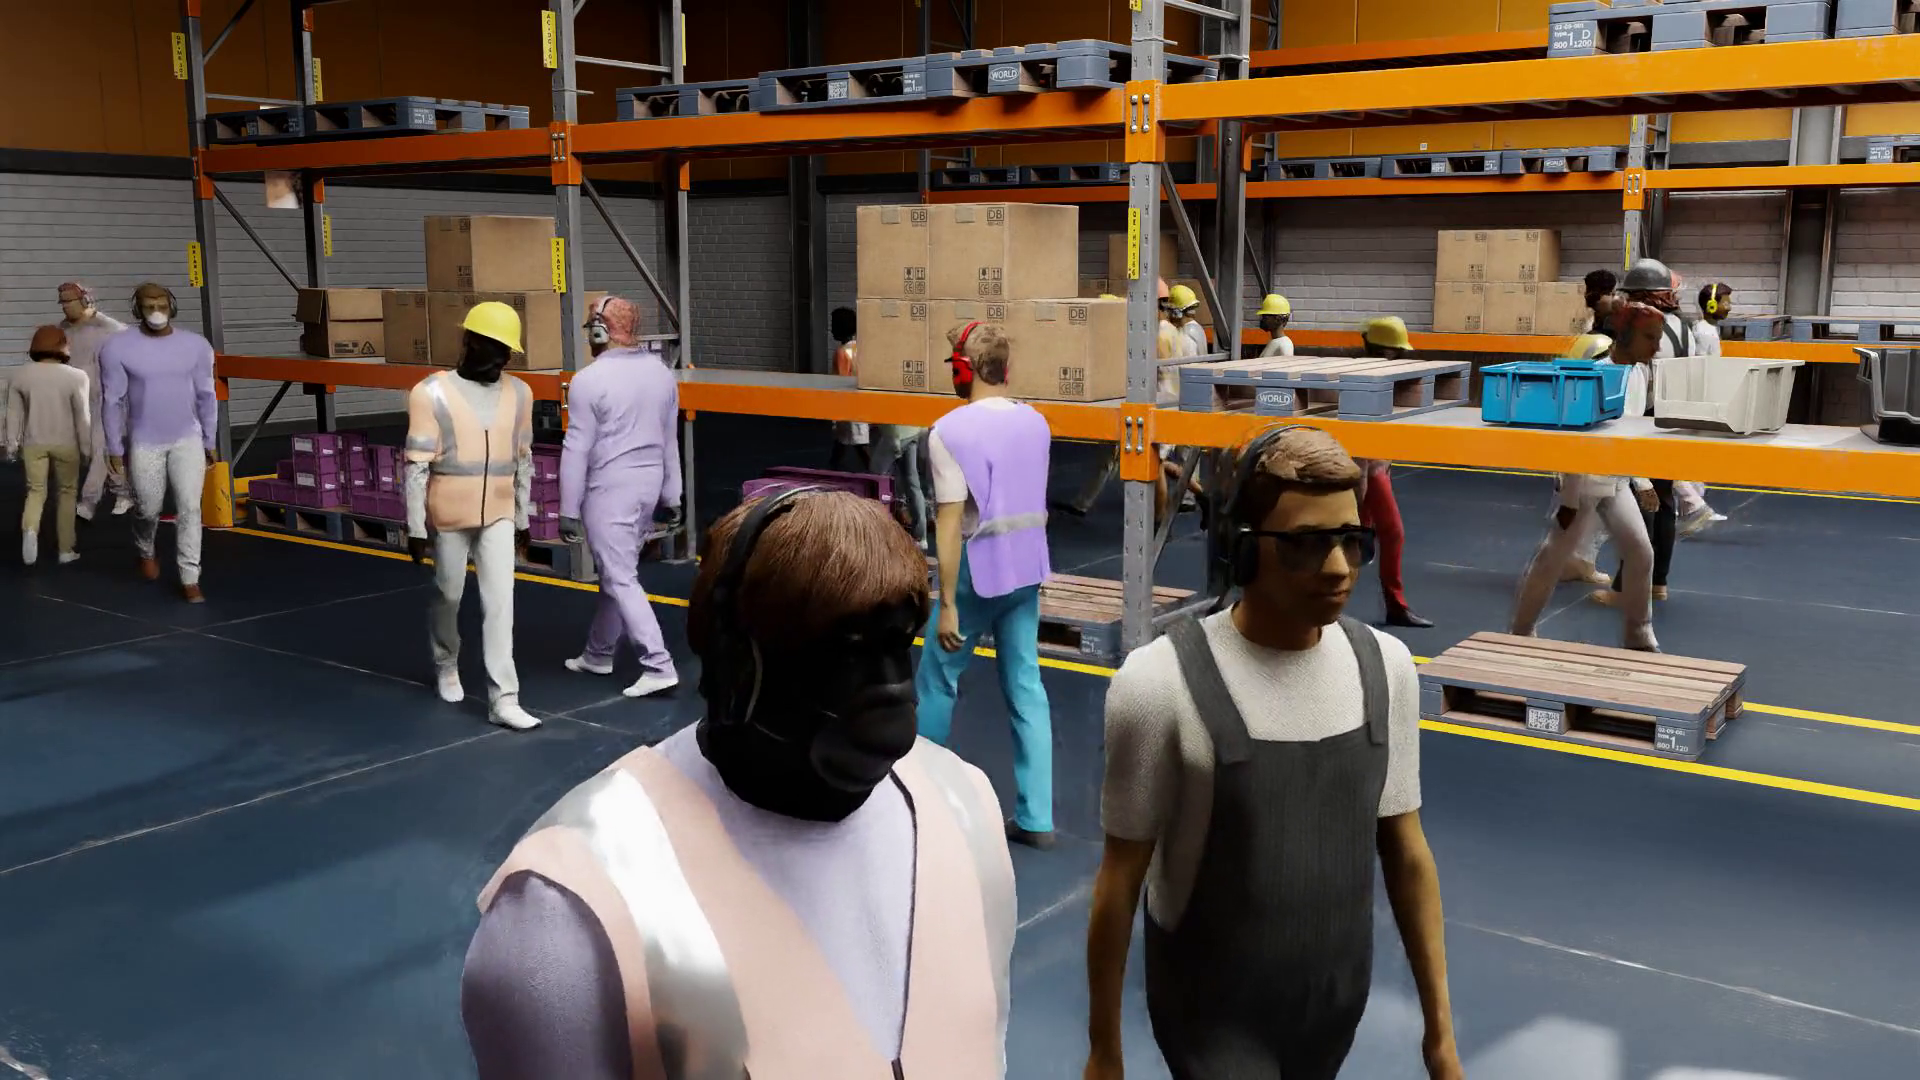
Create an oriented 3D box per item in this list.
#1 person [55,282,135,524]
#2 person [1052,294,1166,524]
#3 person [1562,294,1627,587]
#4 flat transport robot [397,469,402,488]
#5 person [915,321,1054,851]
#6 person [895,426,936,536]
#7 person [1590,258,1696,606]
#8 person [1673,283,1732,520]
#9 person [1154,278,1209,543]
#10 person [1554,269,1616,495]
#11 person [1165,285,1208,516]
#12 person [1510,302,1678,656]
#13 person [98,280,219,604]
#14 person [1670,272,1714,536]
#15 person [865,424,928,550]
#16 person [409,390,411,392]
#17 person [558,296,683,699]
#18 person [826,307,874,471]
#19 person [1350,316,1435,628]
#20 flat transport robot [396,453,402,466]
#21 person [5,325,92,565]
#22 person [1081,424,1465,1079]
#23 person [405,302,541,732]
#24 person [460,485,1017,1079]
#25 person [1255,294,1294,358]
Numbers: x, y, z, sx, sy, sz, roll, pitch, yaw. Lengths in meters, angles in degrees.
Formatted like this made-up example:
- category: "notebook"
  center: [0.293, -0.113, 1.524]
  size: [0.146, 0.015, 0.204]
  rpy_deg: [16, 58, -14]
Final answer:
- category: "person"
  center: [-6.778, -1.056, 12.897]
  size: [0.662, 1.846, 1.032]
  rpy_deg: [1, 10, 6]
- category: "person"
  center: [1.157, -0.959, 12.564]
  size: [0.952, 1.773, 0.606]
  rpy_deg: [3, 10, 18]
- category: "person"
  center: [3.967, -0.606, 10.315]
  size: [0.472, 1.822, 0.624]
  rpy_deg: [0, 10, 1]
- category: "flat transport robot"
  center: [-4.574, -0.491, 14.224]
  size: [1.431, 0.197, 0.652]
  rpy_deg: [-3, 10, -18]
- category: "person"
  center: [0.010, 0.150, 5.826]
  size: [0.582, 1.808, 0.884]
  rpy_deg: [-9, 13, -43]
- category: "person"
  center: [-0.264, -0.968, 12.169]
  size: [0.486, 1.918, 0.668]
  rpy_deg: [8, 12, 39]
- category: "person"
  center: [3.971, -0.629, 9.785]
  size: [0.683, 2.000, 0.536]
  rpy_deg: [-9, 13, -41]
- category: "person"
  center: [5.741, -1.060, 12.928]
  size: [0.472, 1.857, 0.515]
  rpy_deg: [3, 10, 18]
- category: "person"
  center: [1.515, -0.919, 11.887]
  size: [0.667, 1.922, 0.598]
  rpy_deg: [2, 10, 11]
- category: "person"
  center: [5.459, -1.311, 14.113]
  size: [0.636, 1.951, 0.622]
  rpy_deg: [8, 12, 39]
- category: "person"
  center: [1.771, -1.106, 13.251]
  size: [0.403, 1.827, 0.601]
  rpy_deg: [2, 10, 13]
- category: "person"
  center: [3.196, -0.246, 8.173]
  size: [0.590, 1.815, 0.962]
  rpy_deg: [-8, 12, -39]
- category: "person"
  center: [-4.798, -0.595, 9.983]
  size: [0.639, 1.919, 0.769]
  rpy_deg: [-7, 12, -35]
- category: "person"
  center: [5.090, -0.963, 11.989]
  size: [0.559, 1.968, 0.670]
  rpy_deg: [2, 10, 14]
- category: "person"
  center: [-0.528, -0.712, 11.594]
  size: [0.672, 1.603, 0.492]
  rpy_deg: [3, 10, 15]
- category: "person"
  center: [-5.052, -1.492, 15.785]
  size: [0.416, 1.754, 0.548]
  rpy_deg: [-3, 10, -16]
- category: "person"
  center: [-1.618, -0.209, 7.822]
  size: [0.901, 1.869, 0.663]
  rpy_deg: [6, 11, 30]
- category: "person"
  center: [-0.933, -1.047, 13.417]
  size: [0.892, 1.643, 0.536]
  rpy_deg: [2, 10, 14]
- category: "person"
  center: [2.228, -0.391, 9.291]
  size: [0.837, 1.727, 0.527]
  rpy_deg: [4, 10, 20]
- category: "flat transport robot"
  center: [-5.152, -0.640, 15.111]
  size: [0.652, 0.197, 1.431]
  rpy_deg: [-3, 10, -18]
- category: "person"
  center: [-5.996, -0.604, 10.914]
  size: [0.542, 1.606, 0.681]
  rpy_deg: [-2, 10, -13]
- category: "person"
  center: [0.476, 0.725, 2.468]
  size: [0.531, 1.793, 0.956]
  rpy_deg: [-5, 11, -25]
- category: "person"
  center: [-2.171, -0.125, 7.383]
  size: [0.627, 1.857, 1.007]
  rpy_deg: [-7, 12, -36]
- category: "person"
  center: [-0.207, 0.836, 1.723]
  size: [0.633, 1.823, 0.775]
  rpy_deg: [-8, 13, -41]
- category: "person"
  center: [2.407, -0.997, 12.792]
  size: [0.315, 1.769, 0.524]
  rpy_deg: [-1, 10, -3]
